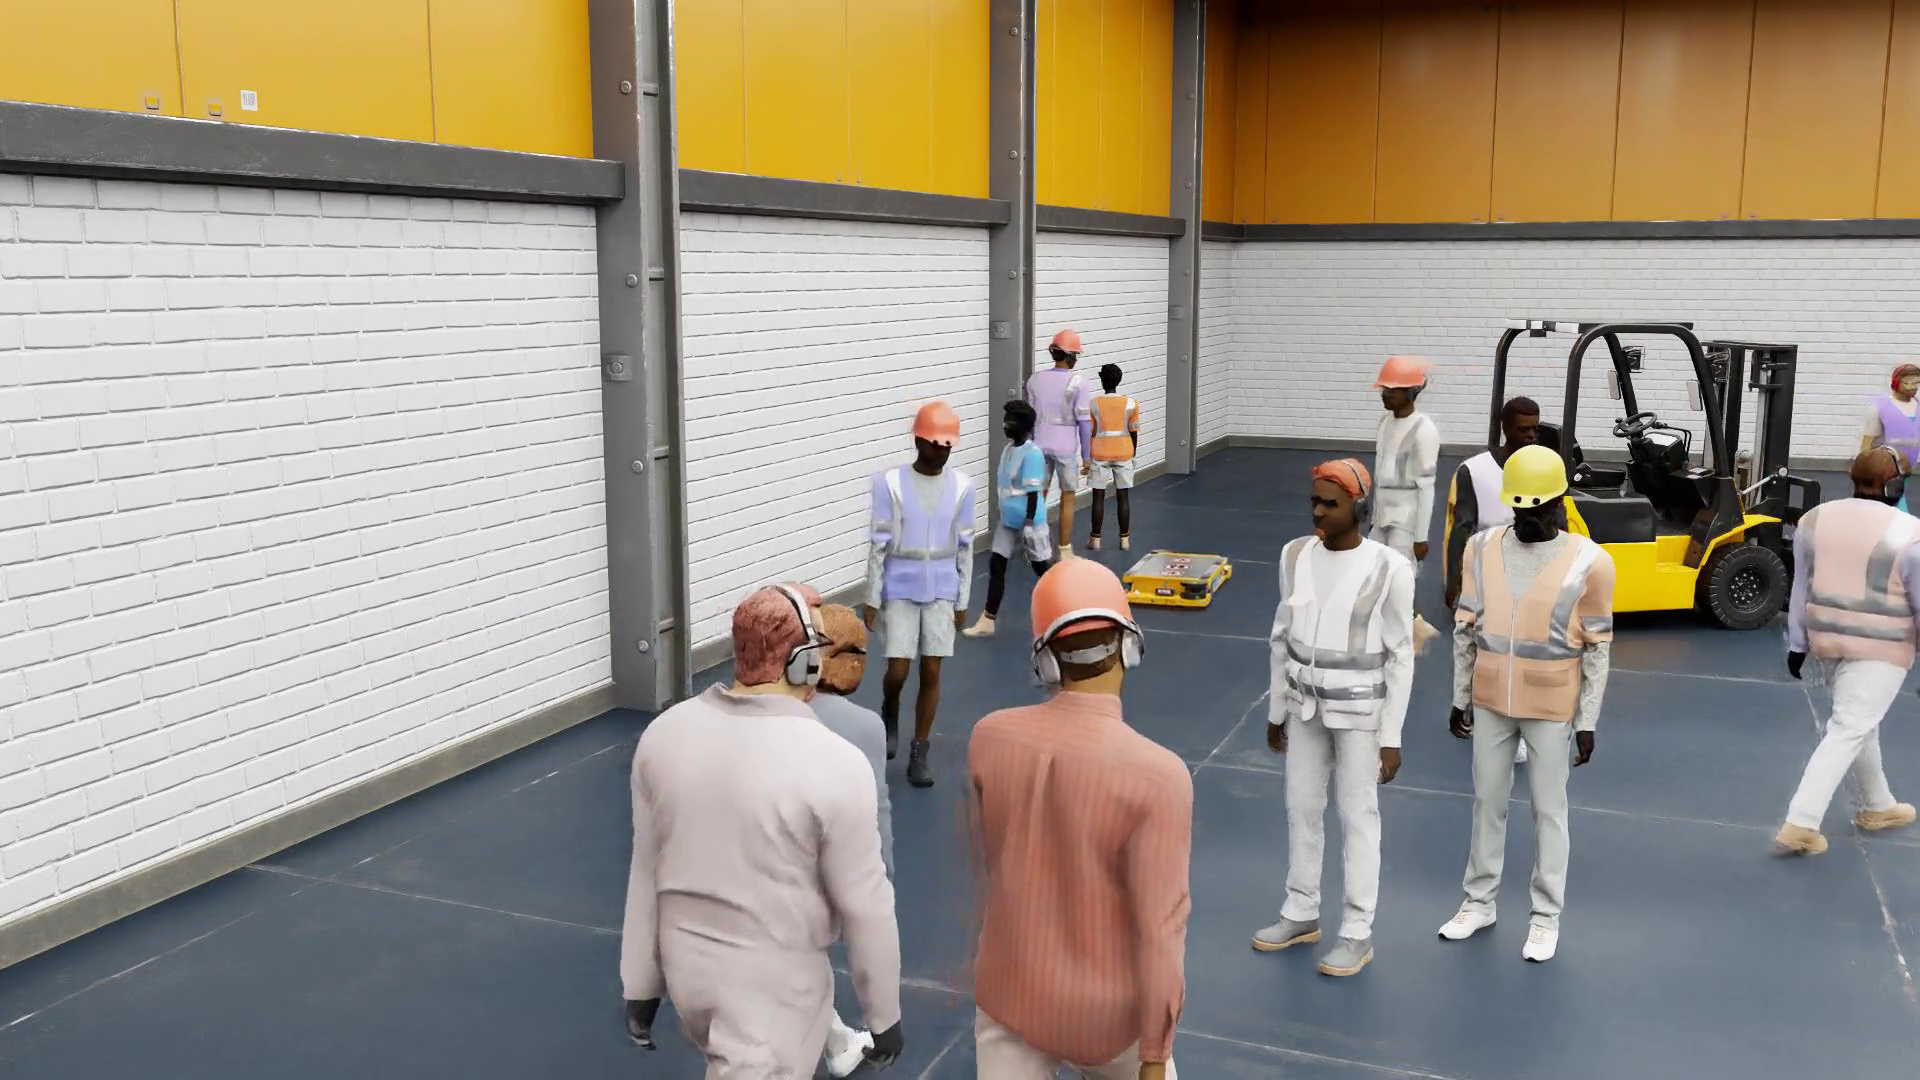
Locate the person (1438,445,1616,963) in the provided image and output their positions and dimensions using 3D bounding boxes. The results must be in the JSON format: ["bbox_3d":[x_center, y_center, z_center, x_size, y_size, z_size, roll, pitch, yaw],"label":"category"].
[{"bbox_3d":[2.095,0.598,6.185,0.585,1.919,0.374,8,12,40],"label":"person"}]

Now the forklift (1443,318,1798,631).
[{"bbox_3d":[4.706,-0.497,11.990,2.313,2.155,1.214,-2,10,-10],"label":"forklift"}]

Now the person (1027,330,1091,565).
[{"bbox_3d":[0.851,-0.776,14.220,0.616,2.029,0.461,7,11,35],"label":"person"}]

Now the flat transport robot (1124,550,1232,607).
[{"bbox_3d":[1.706,0.289,13.042,0.652,0.197,1.431,3,10,17],"label":"flat transport robot"}]

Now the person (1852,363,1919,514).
[{"bbox_3d":[7.622,-0.548,13.575,0.579,1.788,1.004,-4,10,-23],"label":"person"}]

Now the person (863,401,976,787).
[{"bbox_3d":[-0.203,0.258,8.266,0.583,1.914,0.546,-3,10,-15],"label":"person"}]

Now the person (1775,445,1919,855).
[{"bbox_3d":[3.967,0.478,7.307,0.977,1.795,0.641,-4,10,-24],"label":"person"}]

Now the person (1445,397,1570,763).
[{"bbox_3d":[2.916,0.210,8.634,0.625,1.880,0.910,-2,10,-14],"label":"person"}]

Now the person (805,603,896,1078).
[{"bbox_3d":[-0.444,0.971,4.935,0.555,1.571,0.844,5,11,30],"label":"person"}]

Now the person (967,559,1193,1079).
[{"bbox_3d":[0.271,1.008,3.711,0.621,1.923,1.032,7,12,37],"label":"person"}]

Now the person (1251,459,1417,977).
[{"bbox_3d":[1.370,0.640,6.060,0.337,1.879,0.616,-8,13,-42],"label":"person"}]

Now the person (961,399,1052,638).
[{"bbox_3d":[0.453,-0.149,11.510,0.850,1.656,0.536,-4,10,-23],"label":"person"}]

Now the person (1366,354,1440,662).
[{"bbox_3d":[2.719,-0.126,10.238,0.500,2.029,0.640,-2,10,-13],"label":"person"}]

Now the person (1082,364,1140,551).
[{"bbox_3d":[1.351,-0.741,14.990,0.536,1.693,0.317,0,9,-2],"label":"person"}]

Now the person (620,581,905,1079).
[{"bbox_3d":[-0.453,1.023,3.843,0.653,1.848,1.018,7,12,36],"label":"person"}]
